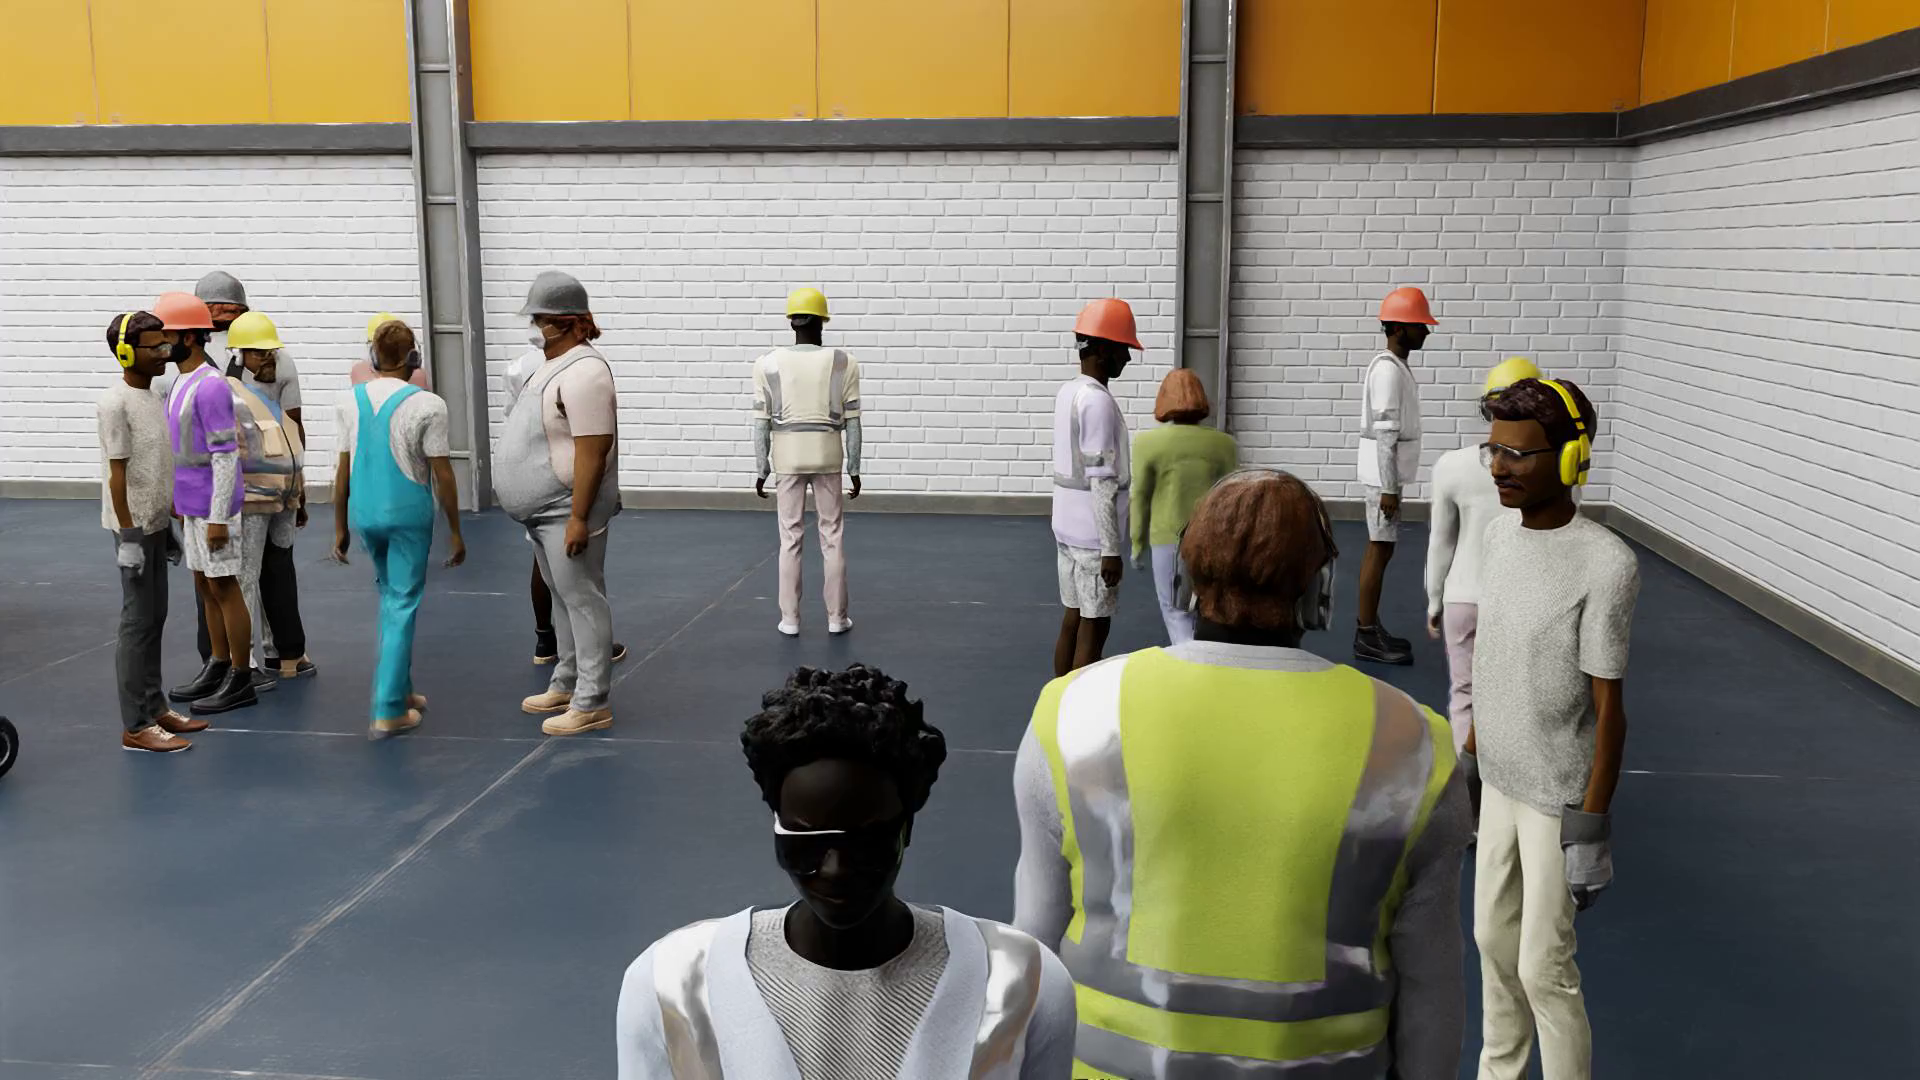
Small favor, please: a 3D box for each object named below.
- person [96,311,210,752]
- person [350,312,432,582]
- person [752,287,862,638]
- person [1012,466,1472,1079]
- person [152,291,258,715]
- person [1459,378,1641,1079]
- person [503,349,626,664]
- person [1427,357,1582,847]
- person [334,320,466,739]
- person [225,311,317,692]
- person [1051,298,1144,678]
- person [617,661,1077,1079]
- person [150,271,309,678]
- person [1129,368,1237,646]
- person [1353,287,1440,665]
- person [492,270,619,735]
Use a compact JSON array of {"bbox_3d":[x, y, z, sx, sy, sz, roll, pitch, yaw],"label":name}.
[{"bbox_3d":[-3.473,-0.037,7.125,0.333,1.868,0.515,-1,10,-7],"label":"person"},{"bbox_3d":[-3.648,-0.617,10.792,0.548,1.733,0.723,2,10,12],"label":"person"},{"bbox_3d":[-0.837,-0.421,9.165,0.594,1.918,0.383,-1,10,-5],"label":"person"},{"bbox_3d":[0.388,0.806,2.409,0.642,1.830,0.429,2,10,10],"label":"person"},{"bbox_3d":[-3.496,-0.165,7.652,0.375,1.939,0.546,-8,13,-38],"label":"person"},{"bbox_3d":[1.261,0.568,3.692,0.322,1.860,0.519,-2,10,-14],"label":"person"},{"bbox_3d":[-2.008,-0.327,8.491,0.613,1.965,0.361,3,10,16],"label":"person"},{"bbox_3d":[1.893,0.240,5.855,0.539,1.753,0.467,6,12,31],"label":"person"},{"bbox_3d":[-2.460,-0.055,7.362,0.569,1.809,0.630,2,10,12],"label":"person"},{"bbox_3d":[-3.404,-0.193,8.114,0.403,1.830,0.599,3,10,17],"label":"person"},{"bbox_3d":[0.570,-0.027,6.883,0.371,1.931,0.543,-2,10,-12],"label":"person"},{"bbox_3d":[-0.128,0.964,1.878,0.535,1.696,0.318,-1,10,-6],"label":"person"},{"bbox_3d":[-3.581,-0.315,8.215,0.673,2.000,0.535,-4,11,-21],"label":"person"},{"bbox_3d":[1.046,0.030,7.515,0.497,1.597,0.799,-3,10,-17],"label":"person"},{"bbox_3d":[2.250,-0.332,8.609,0.376,1.936,0.549,3,10,15],"label":"person"},{"bbox_3d":[-1.787,-0.169,7.377,0.538,2.000,0.684,-5,11,-25],"label":"person"}]
